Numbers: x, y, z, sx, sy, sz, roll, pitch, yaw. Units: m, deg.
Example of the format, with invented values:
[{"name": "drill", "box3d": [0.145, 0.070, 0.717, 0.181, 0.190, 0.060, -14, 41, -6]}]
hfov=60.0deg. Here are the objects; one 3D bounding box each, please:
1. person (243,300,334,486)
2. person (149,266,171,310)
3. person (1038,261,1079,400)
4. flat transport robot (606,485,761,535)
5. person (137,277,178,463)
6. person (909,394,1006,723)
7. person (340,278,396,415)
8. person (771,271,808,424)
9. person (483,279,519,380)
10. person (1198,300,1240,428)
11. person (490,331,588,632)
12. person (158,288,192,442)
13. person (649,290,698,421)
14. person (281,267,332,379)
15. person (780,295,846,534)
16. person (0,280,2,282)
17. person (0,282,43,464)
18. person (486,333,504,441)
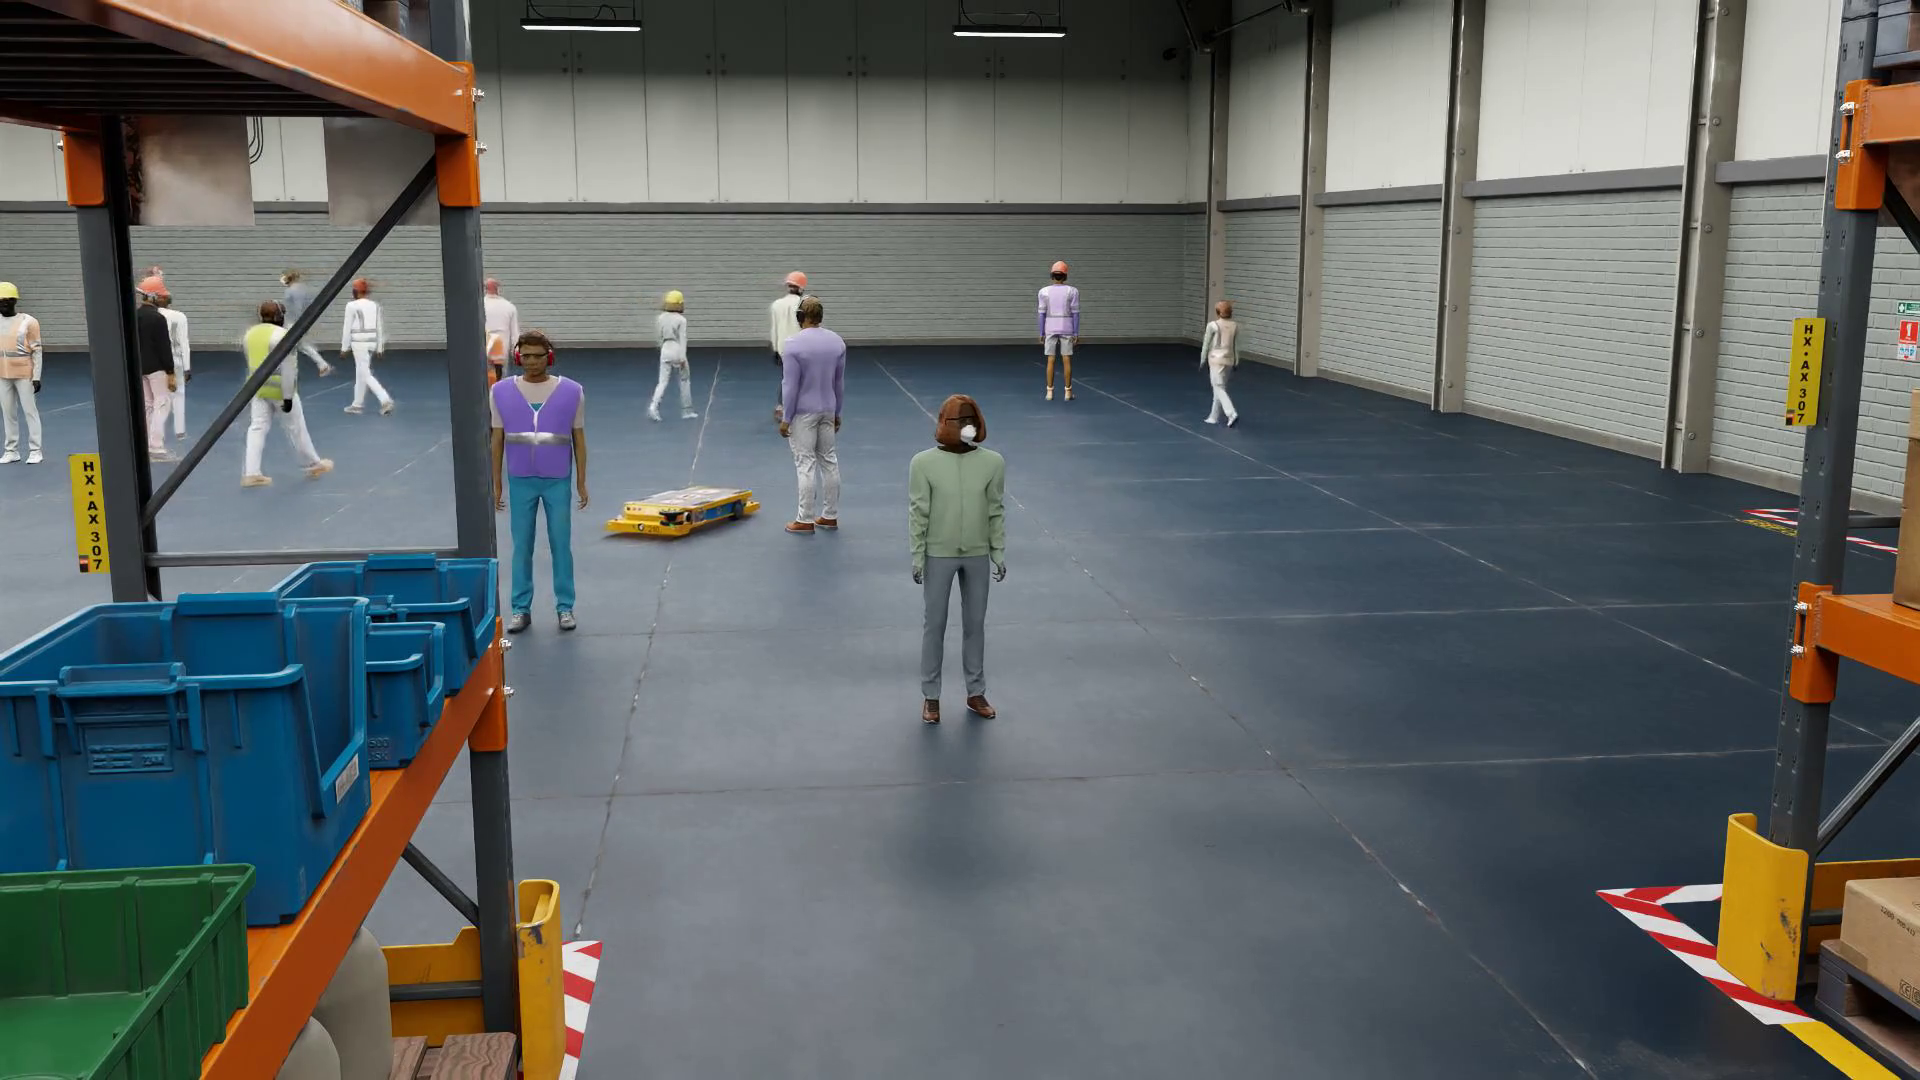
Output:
[{"name": "person", "box3d": [-6.660, -1.444, 16.271, 0.644, 1.786, 0.969, 5, 11, 24]}, {"name": "person", "box3d": [-14.045, -3.828, 29.059, 0.527, 1.891, 0.675, -4, 11, -20]}, {"name": "person", "box3d": [1.457, -3.073, 24.515, 0.605, 2.044, 0.375, 1, 10, 7]}, {"name": "flat transport robot", "box3d": [-2.299, -0.263, 13.969, 0.652, 0.197, 1.431, 4, 11, 21]}, {"name": "person", "box3d": [-8.678, -1.818, 17.871, 0.679, 1.983, 0.484, 8, 13, 36]}, {"name": "person", "box3d": [-0.009, 0.091, 8.285, 0.500, 1.636, 0.279, -3, 11, -16]}, {"name": "person", "box3d": [-8.034, -2.610, 22.516, 0.913, 1.856, 0.587, 4, 11, 21]}, {"name": "person", "box3d": [-2.085, -2.393, 20.966, 0.639, 1.974, 0.482, 5, 11, 24]}, {"name": "person", "box3d": [-6.163, -2.482, 21.812, 0.650, 1.852, 1.006, -7, 13, -34]}, {"name": "person", "box3d": [3.342, -2.234, 21.109, 0.520, 1.610, 0.778, -6, 12, -30]}, {"name": "person", "box3d": [-2.570, -0.359, 10.183, 0.571, 1.840, 0.373, -2, 11, -10]}, {"name": "person", "box3d": [-9.311, -2.048, 19.434, 0.578, 1.858, 0.830, -2, 11, -11]}, {"name": "person", "box3d": [-3.795, -2.421, 21.850, 0.487, 1.712, 0.797, 5, 11, 24]}, {"name": "person", "box3d": [-11.082, -3.620, 27.916, 0.952, 1.909, 0.642, -5, 12, -28]}, {"name": "person", "box3d": [-1.205, -1.017, 13.526, 0.366, 1.939, 0.635, 10, 14, 44]}, {"name": "person", "box3d": [-19.662, -4.640, 33.658, 0.429, 1.844, 0.626, 6, 12, 31]}, {"name": "person", "box3d": [-10.033, -1.761, 17.639, 0.588, 1.927, 0.370, 0, 10, 2]}, {"name": "person", "box3d": [-5.047, -1.599, 17.444, 0.549, 1.666, 0.699, 0, 10, 2]}]
